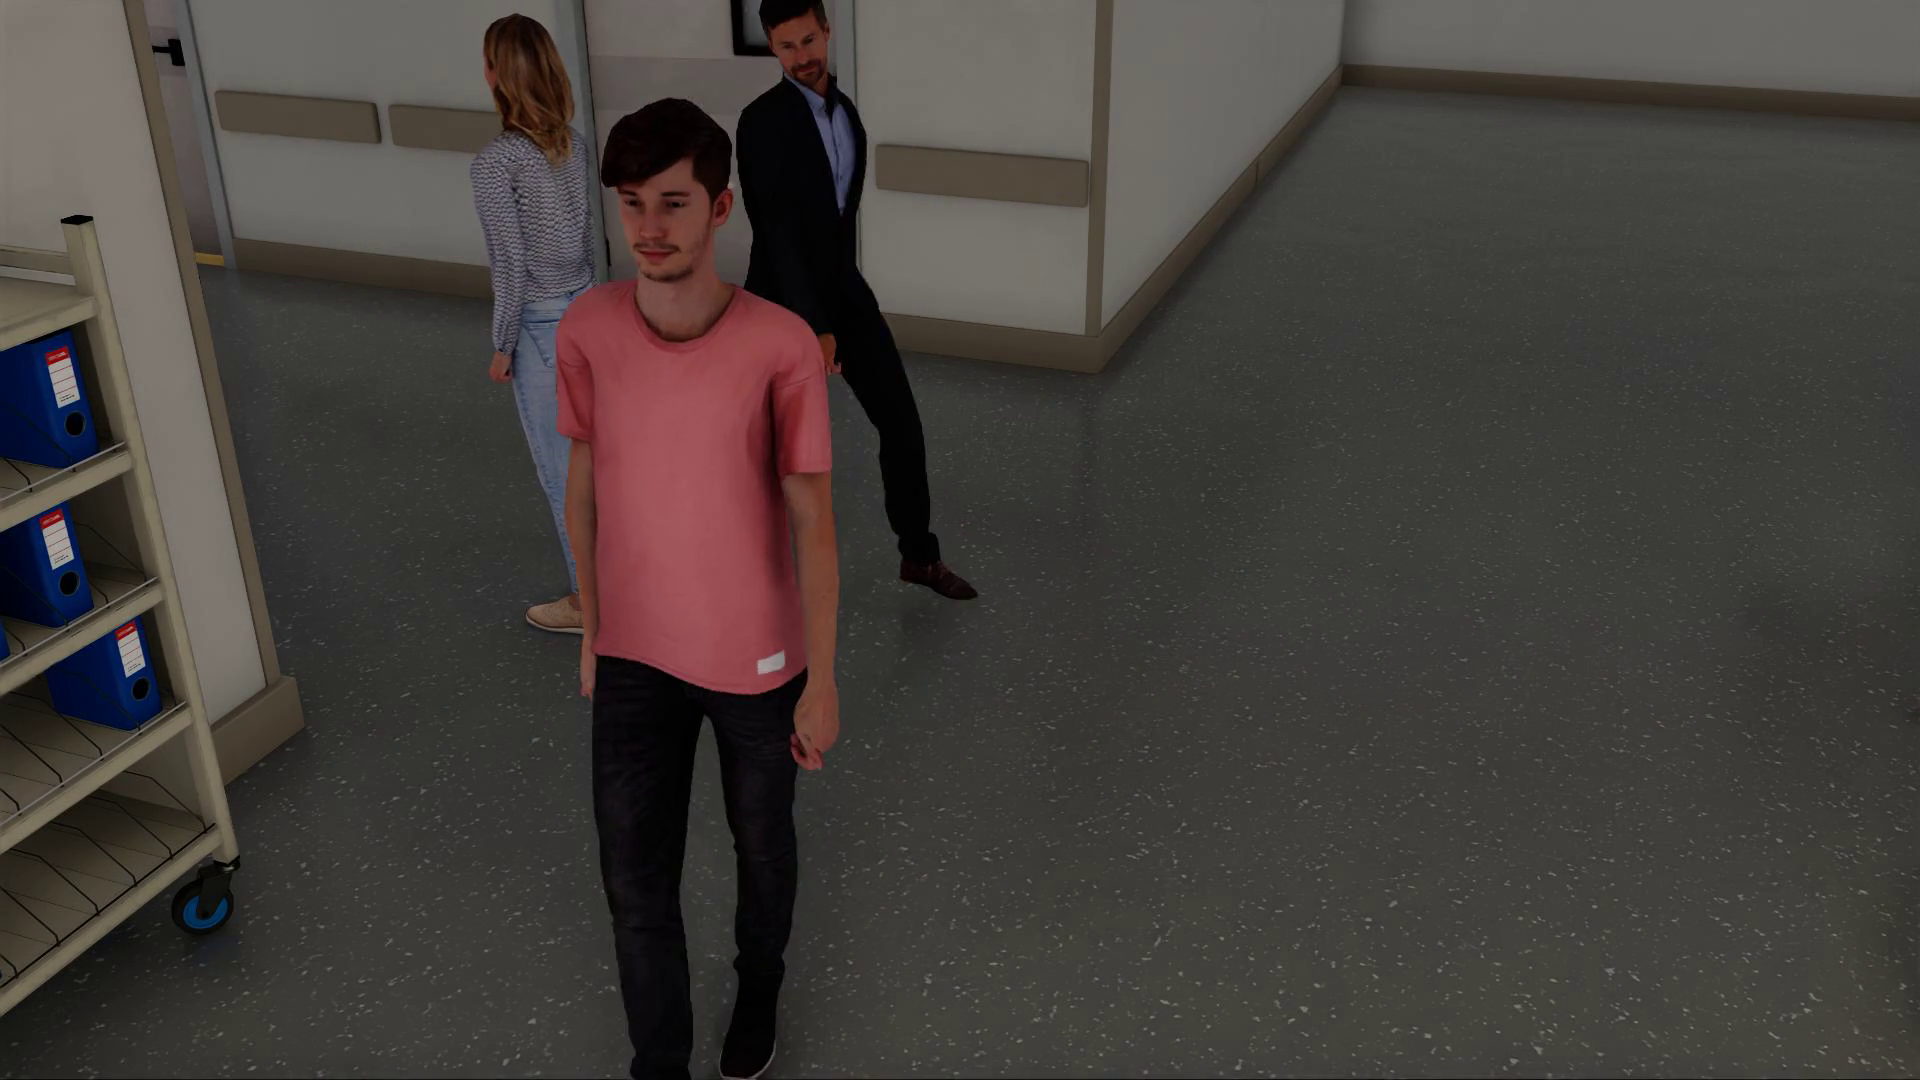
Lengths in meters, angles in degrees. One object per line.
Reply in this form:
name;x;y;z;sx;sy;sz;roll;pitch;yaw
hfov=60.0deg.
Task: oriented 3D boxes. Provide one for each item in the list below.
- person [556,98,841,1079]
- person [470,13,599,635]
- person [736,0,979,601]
person;-0.437;0.167;3.050;0.806;1.937;0.985;2;26;5
person;-1.156;-0.572;4.746;0.669;1.795;0.466;12;28;24
person;-0.512;-0.651;4.908;0.927;1.797;1.241;16;30;29
